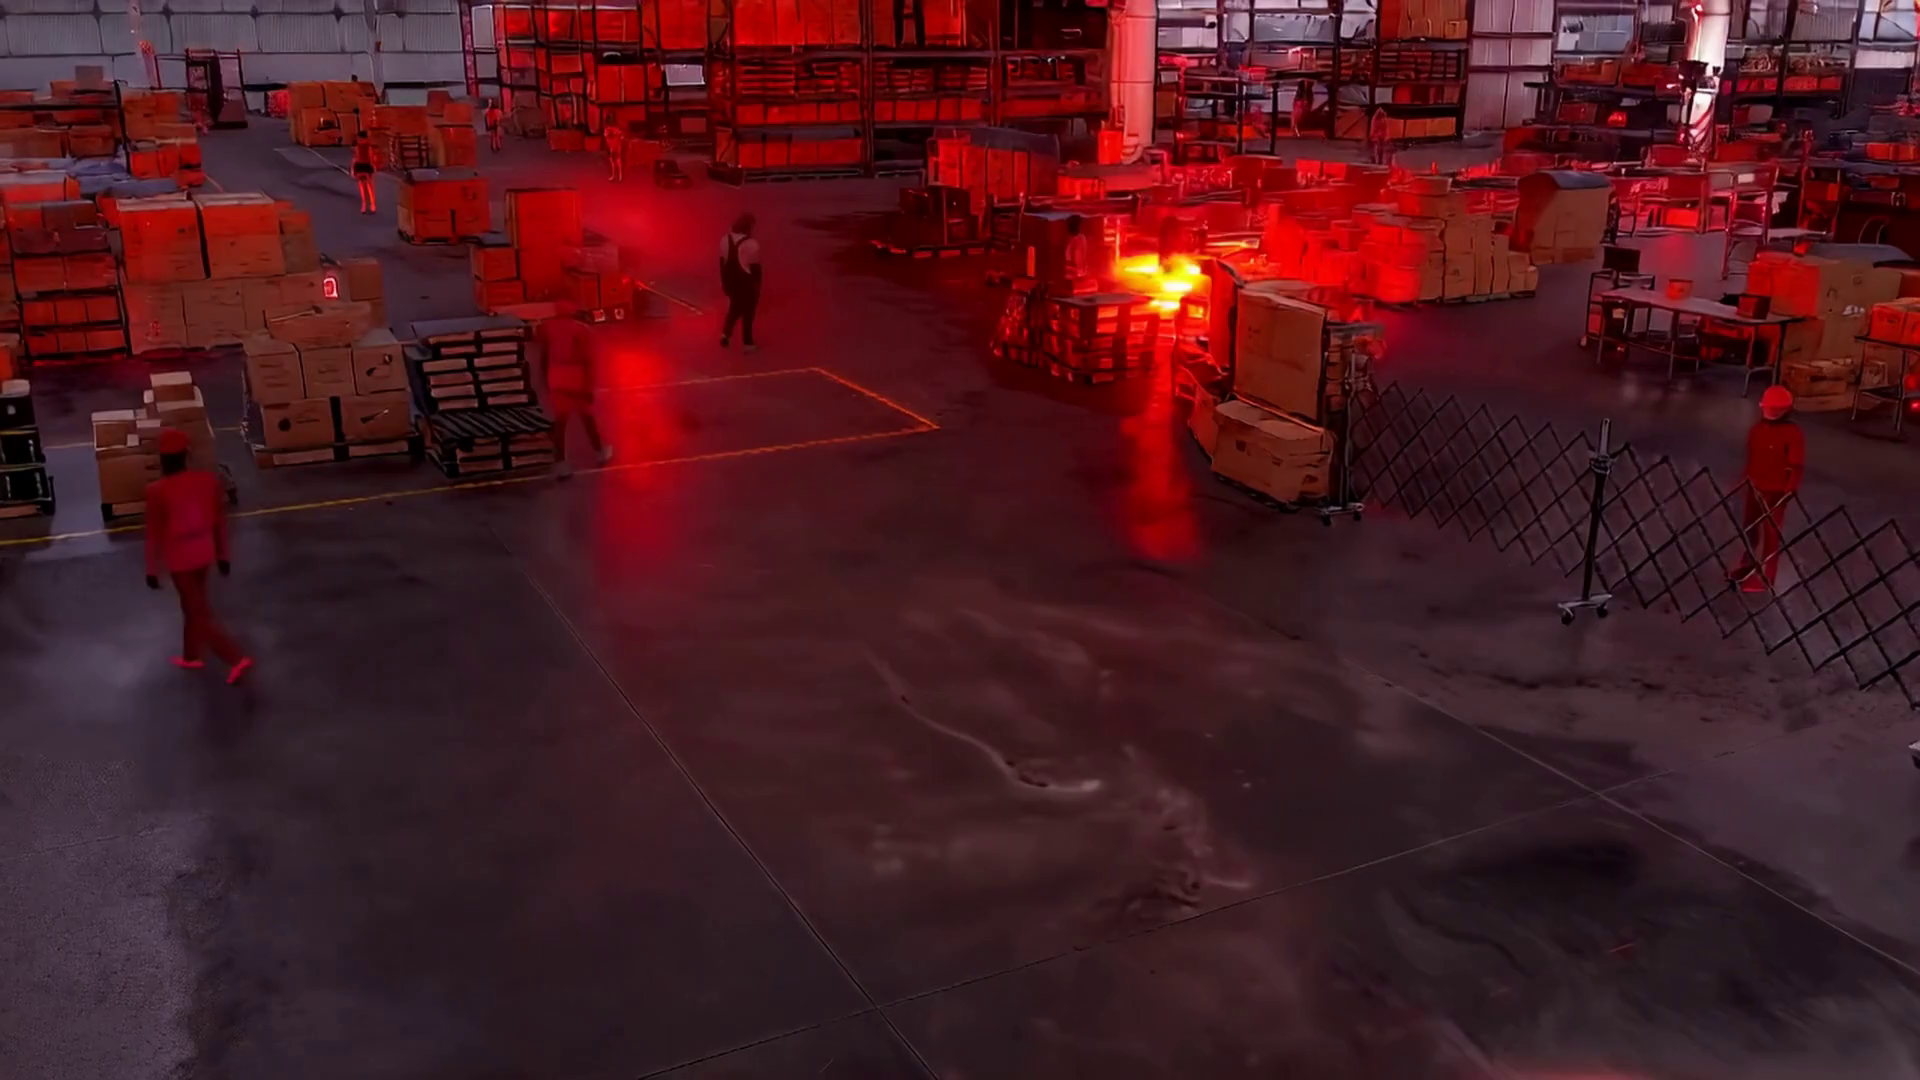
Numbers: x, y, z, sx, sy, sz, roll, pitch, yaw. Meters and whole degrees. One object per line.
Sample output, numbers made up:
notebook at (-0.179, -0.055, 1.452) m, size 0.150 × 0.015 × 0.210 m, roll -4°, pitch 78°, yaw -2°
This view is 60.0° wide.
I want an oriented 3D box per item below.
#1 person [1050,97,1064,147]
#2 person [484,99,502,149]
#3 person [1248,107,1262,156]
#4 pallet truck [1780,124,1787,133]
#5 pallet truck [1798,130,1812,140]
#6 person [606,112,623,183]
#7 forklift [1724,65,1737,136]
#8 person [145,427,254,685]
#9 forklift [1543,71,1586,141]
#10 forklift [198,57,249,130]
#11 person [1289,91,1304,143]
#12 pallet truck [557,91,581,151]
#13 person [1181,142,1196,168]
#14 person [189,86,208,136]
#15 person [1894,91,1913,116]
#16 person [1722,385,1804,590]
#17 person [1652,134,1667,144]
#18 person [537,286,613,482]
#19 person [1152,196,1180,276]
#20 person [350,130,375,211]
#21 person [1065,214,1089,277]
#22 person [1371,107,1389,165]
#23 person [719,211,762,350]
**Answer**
person at (3.226, -13.796, 55.455) m, size 0.743 × 1.882 × 0.655 m, roll -14°, pitch 22°, yaw -37°
person at (-16.176, -14.391, 57.599) m, size 0.541 × 1.700 × 0.316 m, roll -1°, pitch 18°, yaw -4°
person at (9.685, -13.339, 54.447) m, size 0.525 × 1.610 × 0.566 m, roll -10°, pitch 20°, yaw -28°
pallet truck at (25.206, -12.542, 52.601) m, size 1.601 × 1.201 × 0.680 m, roll 0°, pitch 18°, yaw -2°
pallet truck at (25.526, -11.556, 49.408) m, size 1.630 × 1.274 × 0.653 m, roll -9°, pitch 20°, yaw -26°
person at (-9.699, -10.992, 46.590) m, size 0.602 × 1.959 × 0.371 m, roll 12°, pitch 21°, yaw 33°
forklift at (26.294, -15.059, 57.782) m, size 1.129 × 2.768 × 1.873 m, roll 10°, pitch 20°, yaw 28°
person at (-5.538, 0.114, 12.072) m, size 0.902 × 1.896 × 0.588 m, roll 7°, pitch 19°, yaw 21°
forklift at (18.685, -13.231, 52.085) m, size 1.873 × 2.768 × 1.129 m, roll -9°, pitch 20°, yaw -26°
forklift at (-29.743, -17.930, 66.733) m, size 1.873 × 2.768 × 1.129 m, roll -9°, pitch 20°, yaw -26°
person at (12.244, -15.370, 60.435) m, size 0.457 × 1.829 × 0.604 m, roll -10°, pitch 20°, yaw -29°
pallet truck at (-13.495, -14.412, 57.188) m, size 0.823 × 1.965 × 1.885 m, roll -3°, pitch 18°, yaw -9°
person at (6.269, -10.423, 45.257) m, size 0.647 × 1.677 × 0.541 m, roll -8°, pitch 19°, yaw -23°
person at (-29.275, -16.490, 63.908) m, size 0.594 × 1.853 × 1.055 m, roll -16°, pitch 24°, yaw -41°
person at (32.739, -14.604, 57.864) m, size 0.604 × 1.949 × 0.389 m, roll 8°, pitch 19°, yaw 24°
person at (6.806, -0.449, 14.044) m, size 0.327 × 1.761 × 0.522 m, roll -6°, pitch 19°, yaw -18°
person at (22.262, -12.967, 52.966) m, size 0.467 × 1.820 × 0.615 m, roll -11°, pitch 21°, yaw -30°
person at (-4.079, -1.681, 17.504) m, size 0.615 × 1.988 × 1.040 m, roll 3°, pitch 18°, yaw 9°
person at (3.385, -4.492, 26.435) m, size 0.734 × 1.904 × 0.567 m, roll 14°, pitch 23°, yaw 38°
person at (-14.454, -8.935, 40.236) m, size 0.539 × 1.929 × 0.394 m, roll -15°, pitch 23°, yaw -40°
person at (1.808, -3.888, 24.607) m, size 0.770 × 1.863 × 0.576 m, roll -4°, pitch 18°, yaw -13°
person at (12.586, -12.068, 50.050) m, size 0.399 × 1.900 × 0.636 m, roll -9°, pitch 20°, yaw -27°
person at (-3.094, -3.734, 23.829) m, size 0.712 × 2.000 × 0.544 m, roll 11°, pitch 21°, yaw 31°
